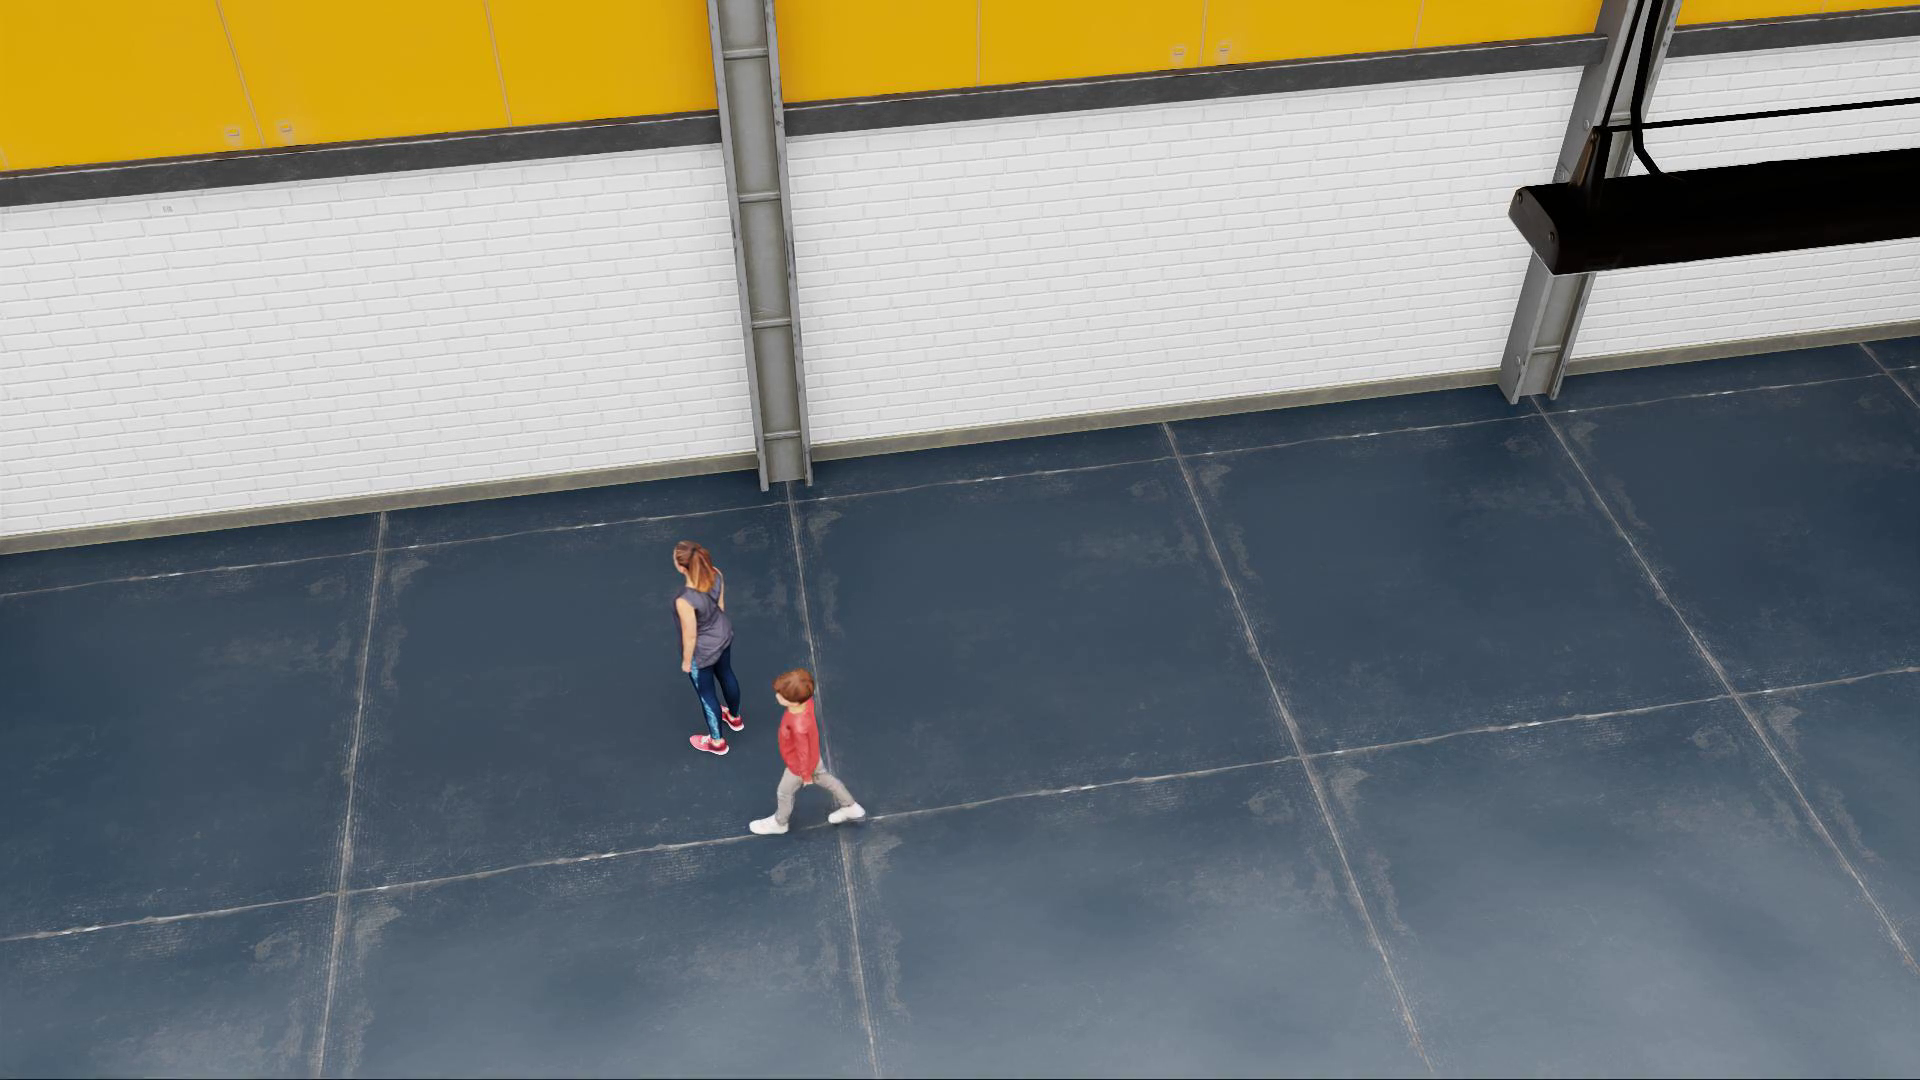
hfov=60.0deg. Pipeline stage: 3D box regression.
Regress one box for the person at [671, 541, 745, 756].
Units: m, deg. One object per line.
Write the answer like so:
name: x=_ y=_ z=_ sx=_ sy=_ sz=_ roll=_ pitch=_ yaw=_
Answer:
person: x=-1.559 y=0.649 z=10.228 sx=0.691 sy=1.724 sz=0.649 roll=19 pitch=47 yaw=19

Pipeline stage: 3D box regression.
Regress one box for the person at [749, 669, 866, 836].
person: x=-0.863 y=1.258 z=9.828 sx=0.969 sy=1.393 sz=0.648 roll=1 pitch=44 yaw=1
